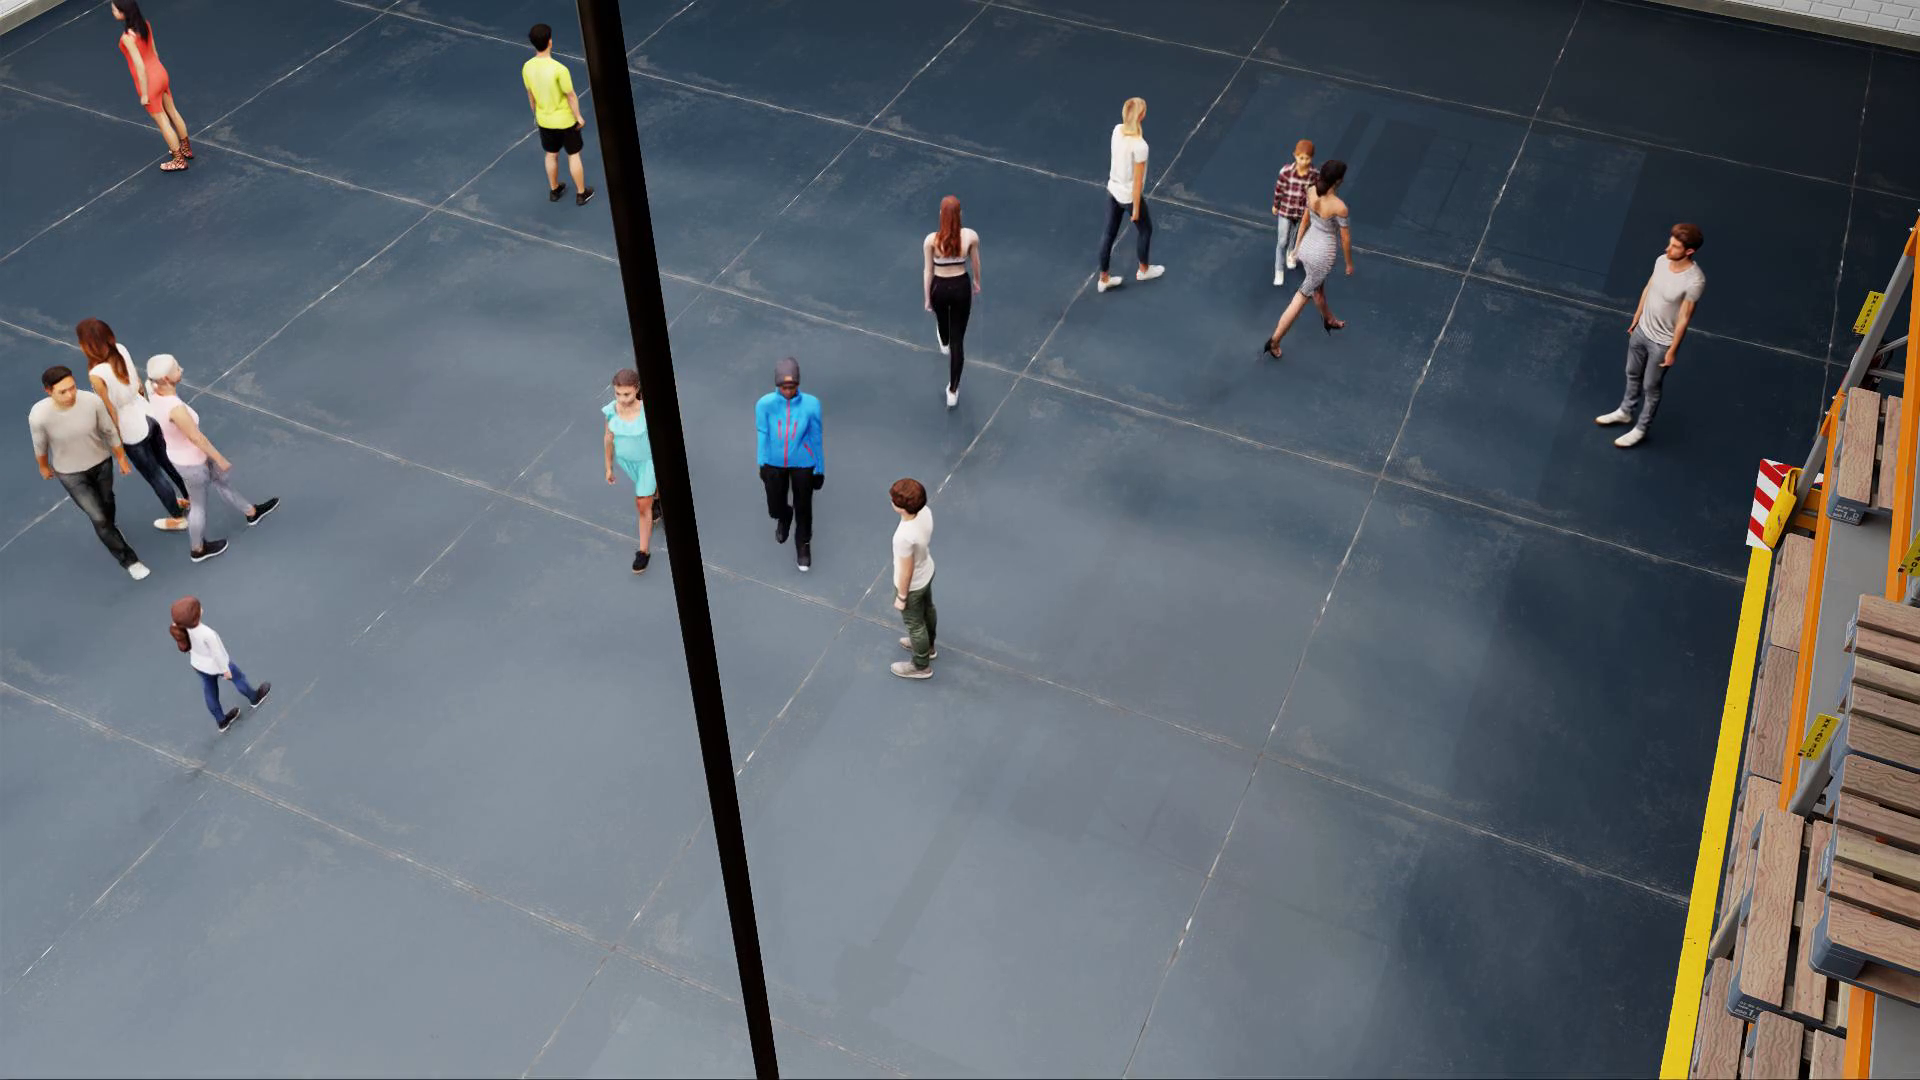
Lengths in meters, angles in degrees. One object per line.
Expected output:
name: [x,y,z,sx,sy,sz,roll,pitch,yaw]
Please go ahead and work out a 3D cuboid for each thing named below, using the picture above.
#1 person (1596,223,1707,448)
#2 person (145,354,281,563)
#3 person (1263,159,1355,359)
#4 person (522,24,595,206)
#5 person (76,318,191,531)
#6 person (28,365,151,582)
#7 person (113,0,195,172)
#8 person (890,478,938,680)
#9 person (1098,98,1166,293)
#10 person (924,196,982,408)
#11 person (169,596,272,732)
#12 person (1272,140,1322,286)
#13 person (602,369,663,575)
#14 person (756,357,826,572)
person: [5.266,-1.554,12.515,0.803,1.889,0.742,-14,45,-14]
person: [-5.442,-0.528,11.576,1.047,1.699,0.816,-32,52,-29]
person: [2.760,-2.176,13.255,1.167,1.770,1.017,-21,47,-20]
person: [-3.666,-3.832,15.042,0.650,1.703,0.573,12,45,13]
person: [-5.824,-0.813,11.816,0.698,1.781,0.559,5,44,5]
person: [-6.143,-0.568,11.586,1.198,1.743,1.032,-31,52,-28]
person: [-7.517,-4.261,15.480,0.722,1.719,0.586,2,44,2]
person: [-0.293,0.250,10.793,0.651,1.654,0.505,13,45,13]
person: [1.312,-2.846,13.944,0.998,1.789,0.881,-26,49,-24]
person: [-0.054,-1.831,12.951,1.019,1.689,1.262,-3,44,-4]
person: [-4.818,0.810,10.607,0.486,1.098,0.651,14,45,15]
person: [2.900,-2.880,14.350,0.695,1.277,0.894,5,44,5]
person: [-2.272,-0.612,11.797,0.745,1.517,1.124,7,44,7]
person: [-1.171,-0.593,11.583,0.782,1.783,0.848,-1,44,-1]
